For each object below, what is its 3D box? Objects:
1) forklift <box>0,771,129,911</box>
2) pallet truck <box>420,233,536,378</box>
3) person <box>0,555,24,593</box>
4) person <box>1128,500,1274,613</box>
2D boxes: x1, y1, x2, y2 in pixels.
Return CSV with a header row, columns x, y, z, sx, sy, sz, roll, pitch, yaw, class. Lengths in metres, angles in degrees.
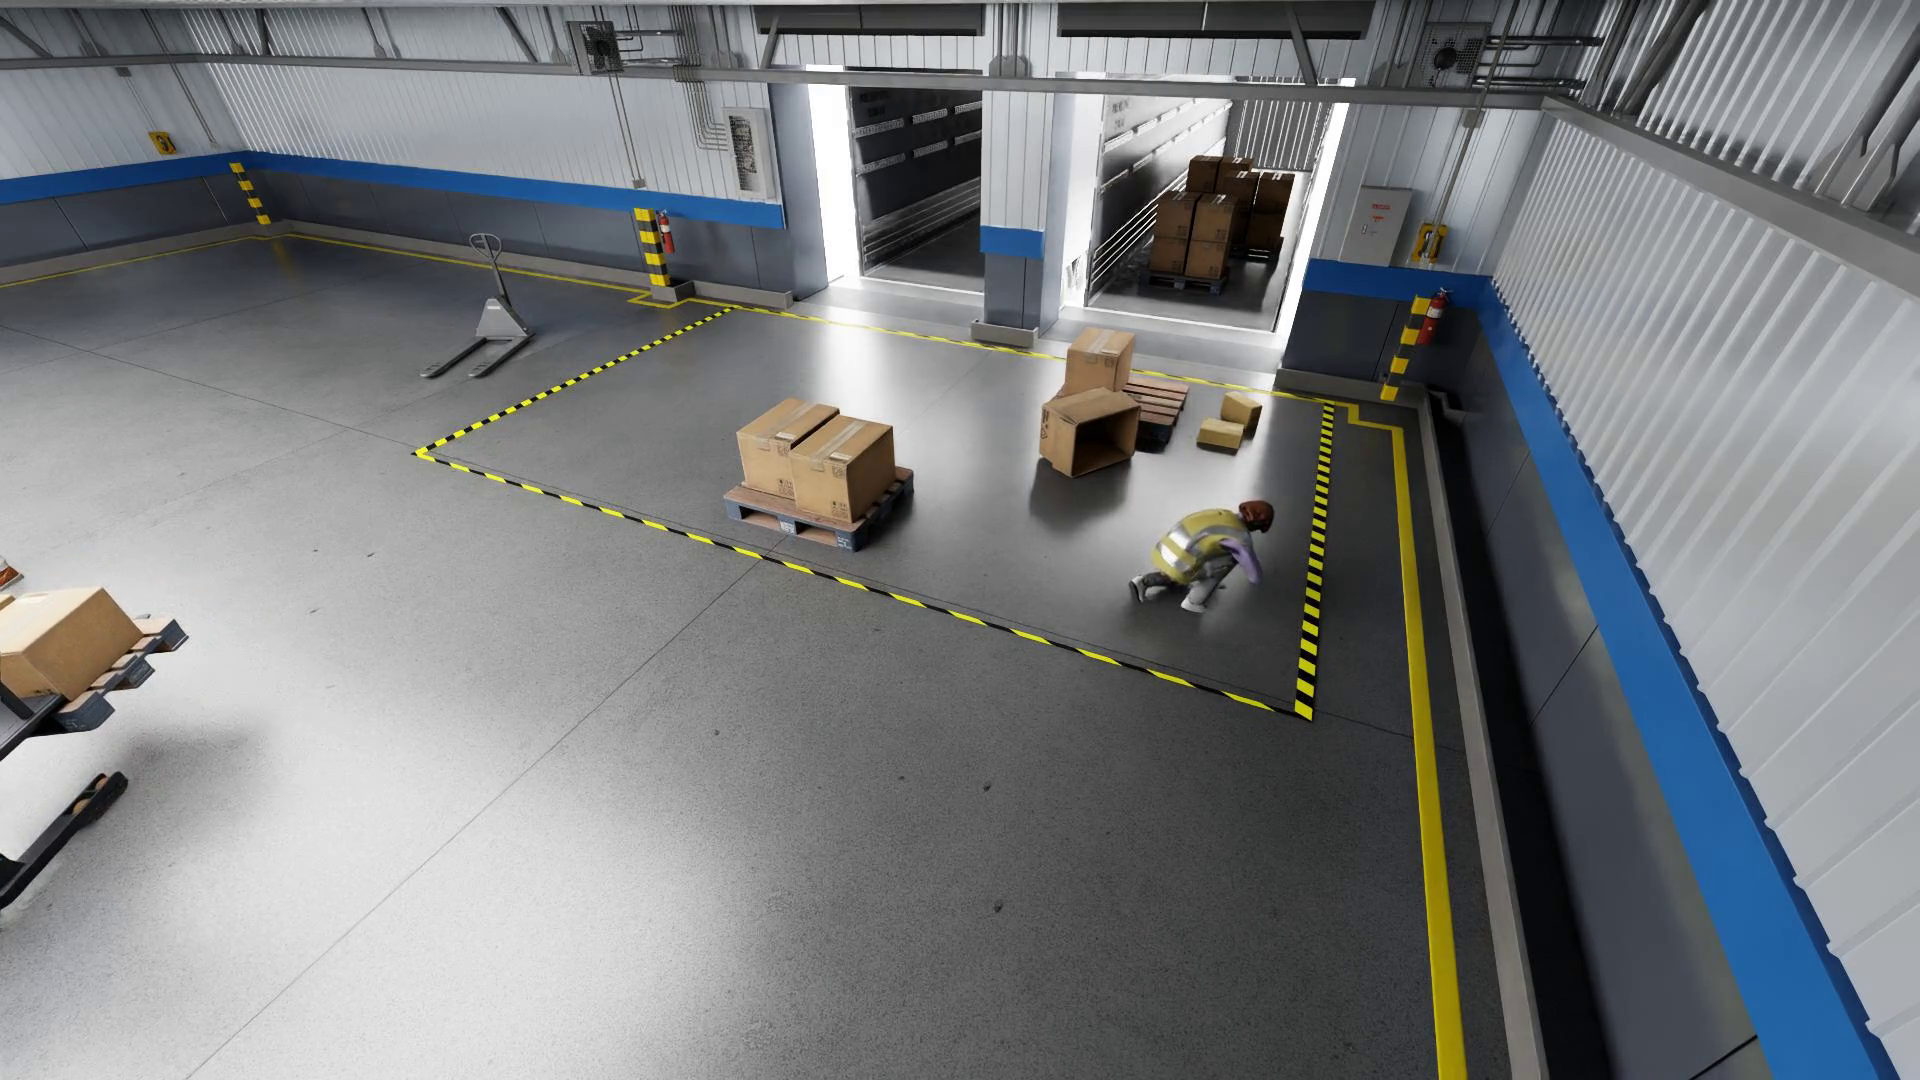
x,y,z,sx,sy,sz,roll,pitch,yaw,class
-4.601,0.992,2.538,0.716,2.013,0.776,-5,36,-7,forklift
-5.664,-2.712,8.427,0.680,1.201,1.601,0,35,-1,pallet truck
-6.918,-0.451,4.642,0.616,1.945,0.393,7,36,10,person
1.609,0.140,4.866,0.902,0.792,0.523,-6,36,-8,person
